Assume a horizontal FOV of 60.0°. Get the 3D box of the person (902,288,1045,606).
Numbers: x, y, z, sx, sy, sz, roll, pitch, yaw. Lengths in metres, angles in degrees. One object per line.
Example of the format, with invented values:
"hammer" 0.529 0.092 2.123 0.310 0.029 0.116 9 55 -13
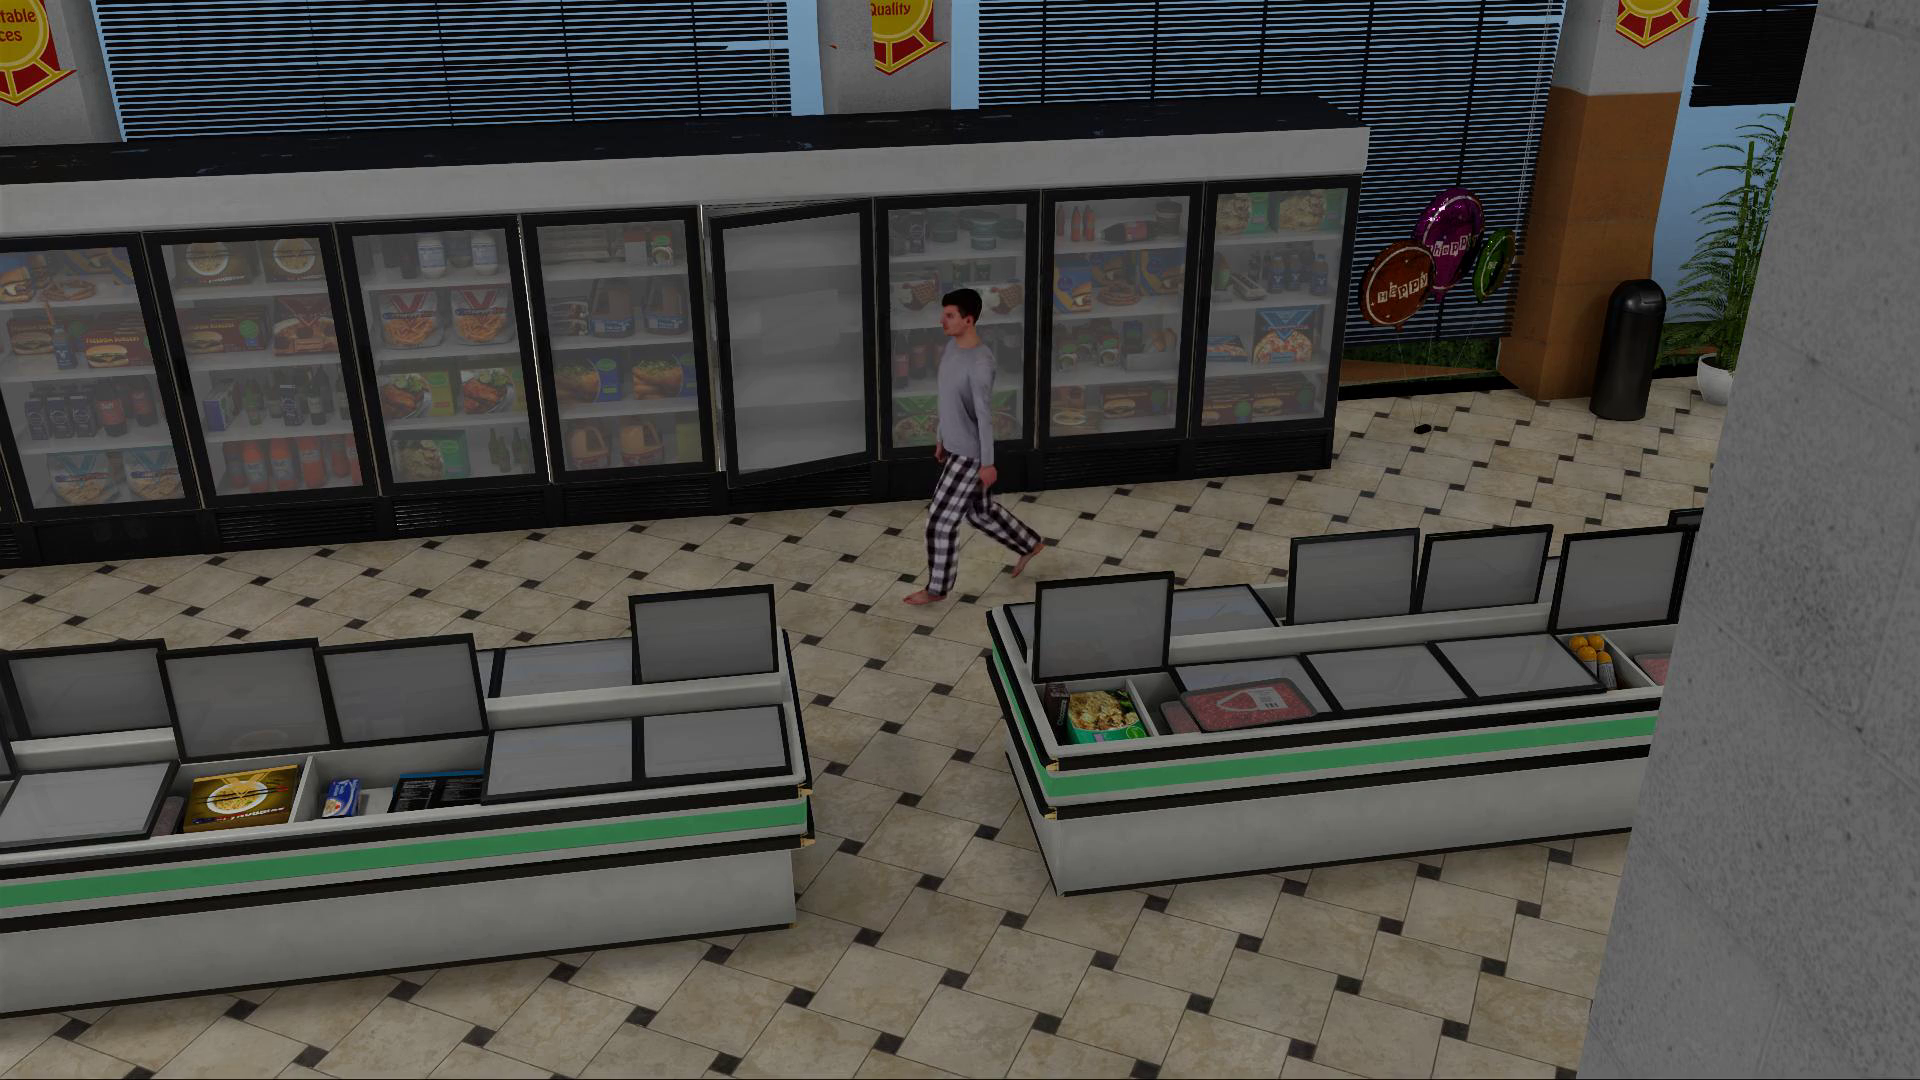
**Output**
"person" 0.127 -0.511 9.267 1.176 1.809 0.778 -9 28 -17
